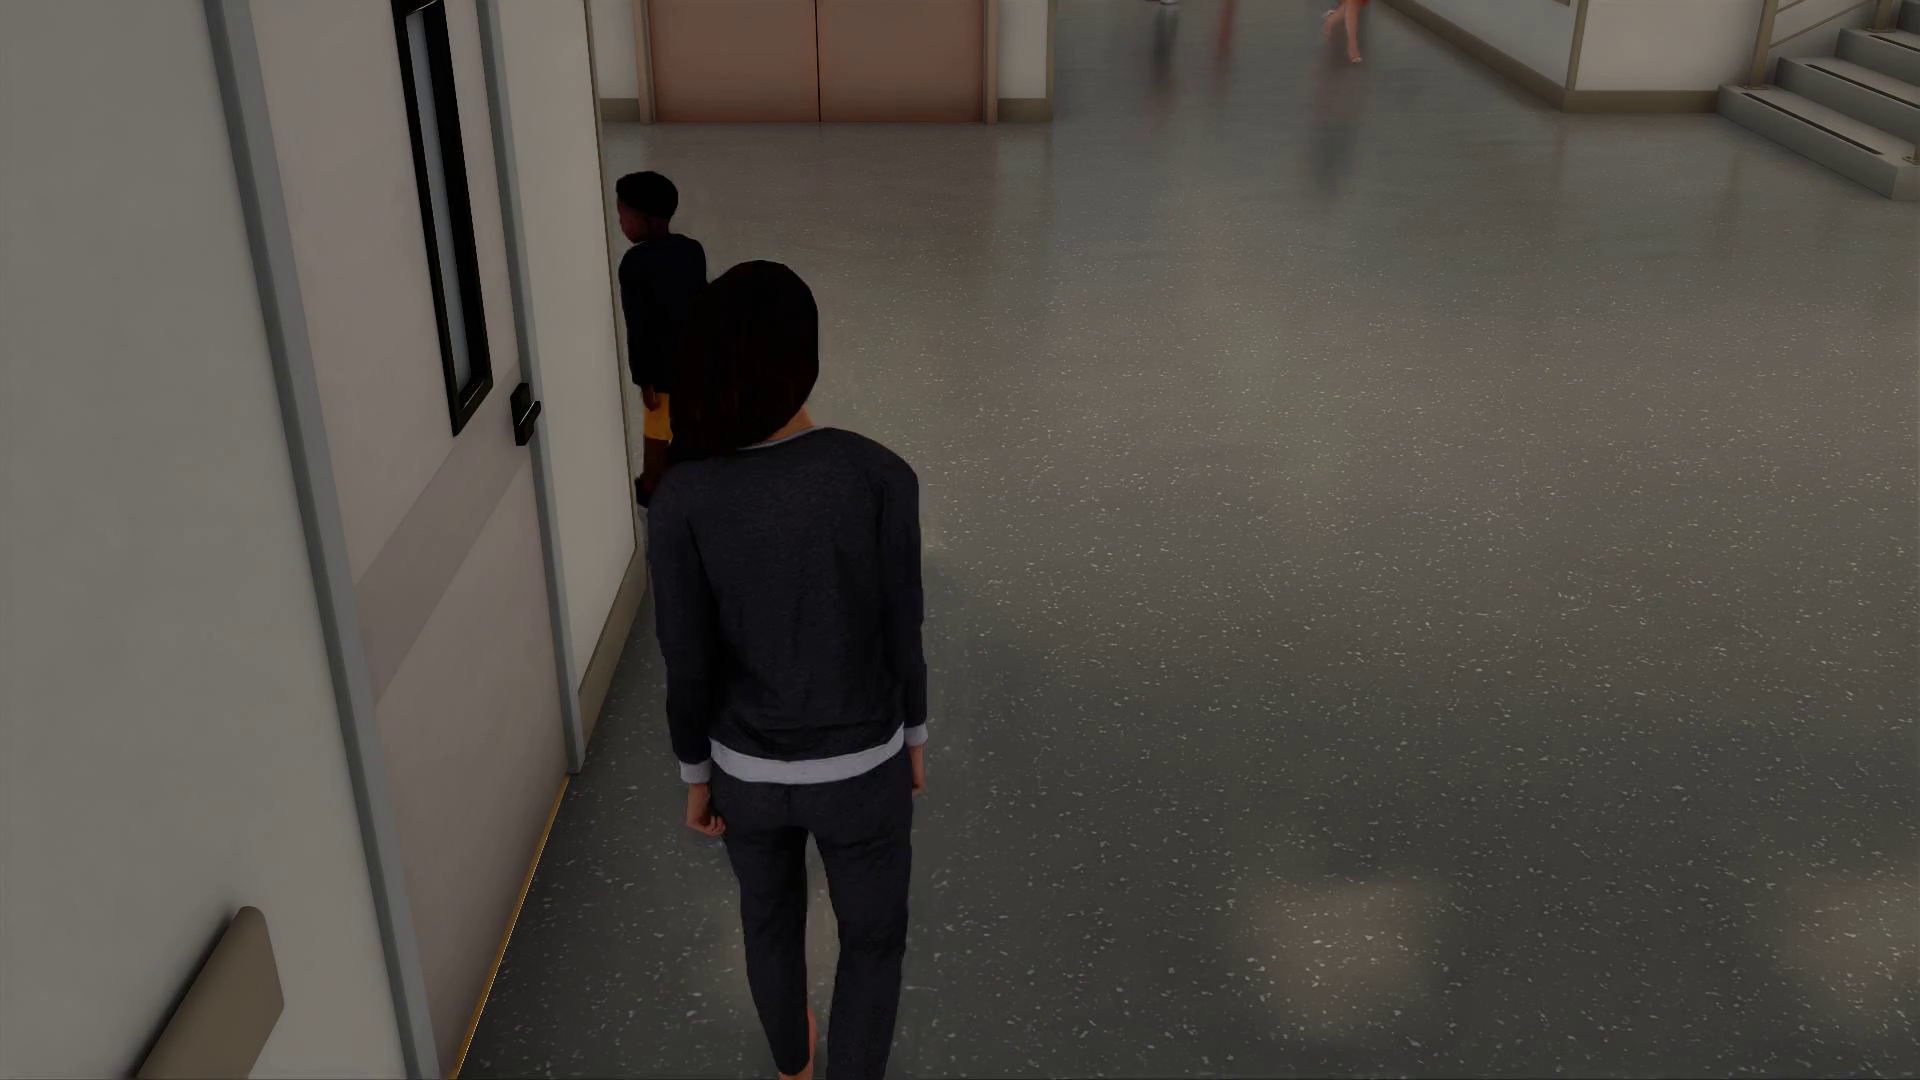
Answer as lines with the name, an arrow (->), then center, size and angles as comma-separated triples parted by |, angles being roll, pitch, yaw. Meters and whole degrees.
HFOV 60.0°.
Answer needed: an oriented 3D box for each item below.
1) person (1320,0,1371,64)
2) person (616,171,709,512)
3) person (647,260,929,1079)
person -> 3.276, -4.847, 13.852 | 0.886, 1.666, 0.833 | -11, 28, -21
person -> -0.890, -0.566, 5.463 | 0.817, 1.241, 0.860 | -19, 32, -34
person -> -0.257, 0.424, 2.827 | 0.890, 1.747, 0.663 | -1, 26, -2
